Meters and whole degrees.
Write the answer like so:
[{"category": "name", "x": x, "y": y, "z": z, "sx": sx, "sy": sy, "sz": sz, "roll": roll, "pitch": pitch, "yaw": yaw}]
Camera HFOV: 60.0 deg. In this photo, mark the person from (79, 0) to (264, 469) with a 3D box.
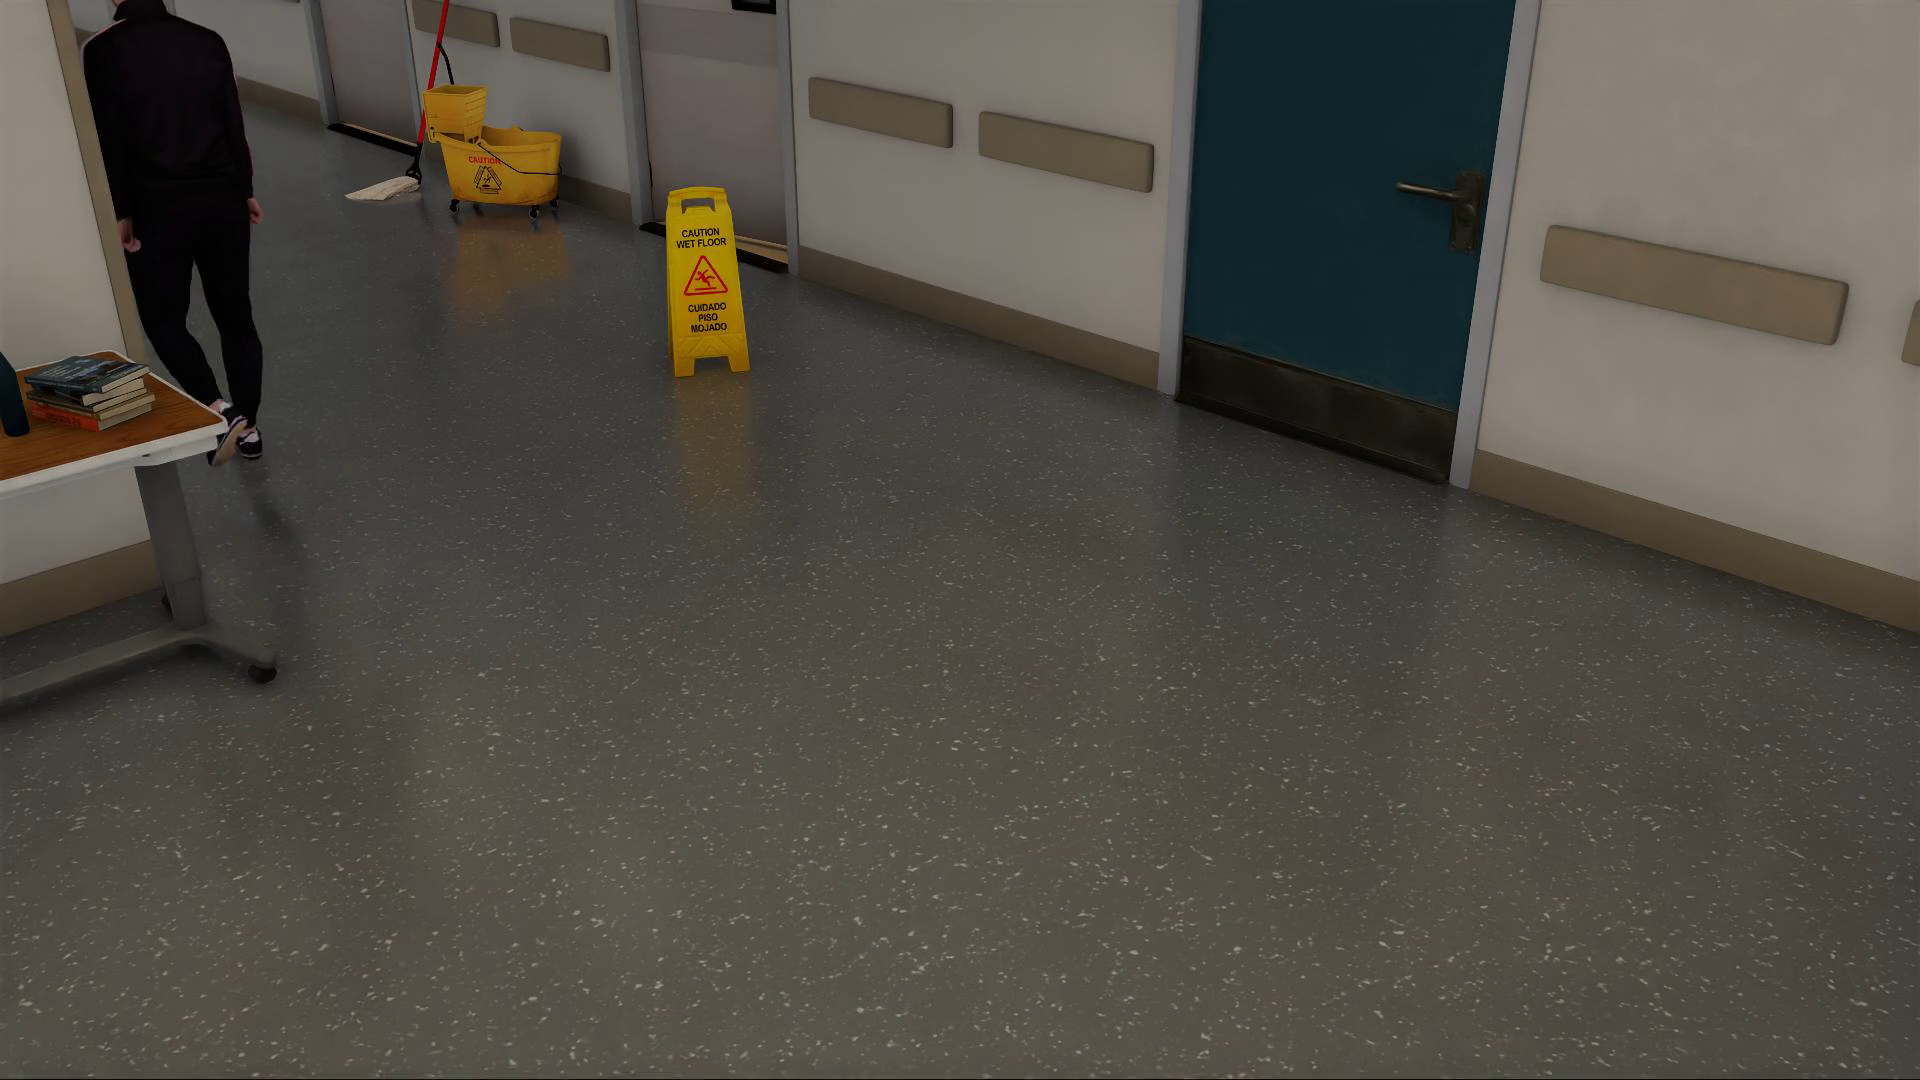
[{"category": "person", "x": -2.602, "y": -1.072, "z": 5.686, "sx": 0.721, "sy": 1.818, "sz": 0.902, "roll": -20, "pitch": 32, "yaw": -35}]
